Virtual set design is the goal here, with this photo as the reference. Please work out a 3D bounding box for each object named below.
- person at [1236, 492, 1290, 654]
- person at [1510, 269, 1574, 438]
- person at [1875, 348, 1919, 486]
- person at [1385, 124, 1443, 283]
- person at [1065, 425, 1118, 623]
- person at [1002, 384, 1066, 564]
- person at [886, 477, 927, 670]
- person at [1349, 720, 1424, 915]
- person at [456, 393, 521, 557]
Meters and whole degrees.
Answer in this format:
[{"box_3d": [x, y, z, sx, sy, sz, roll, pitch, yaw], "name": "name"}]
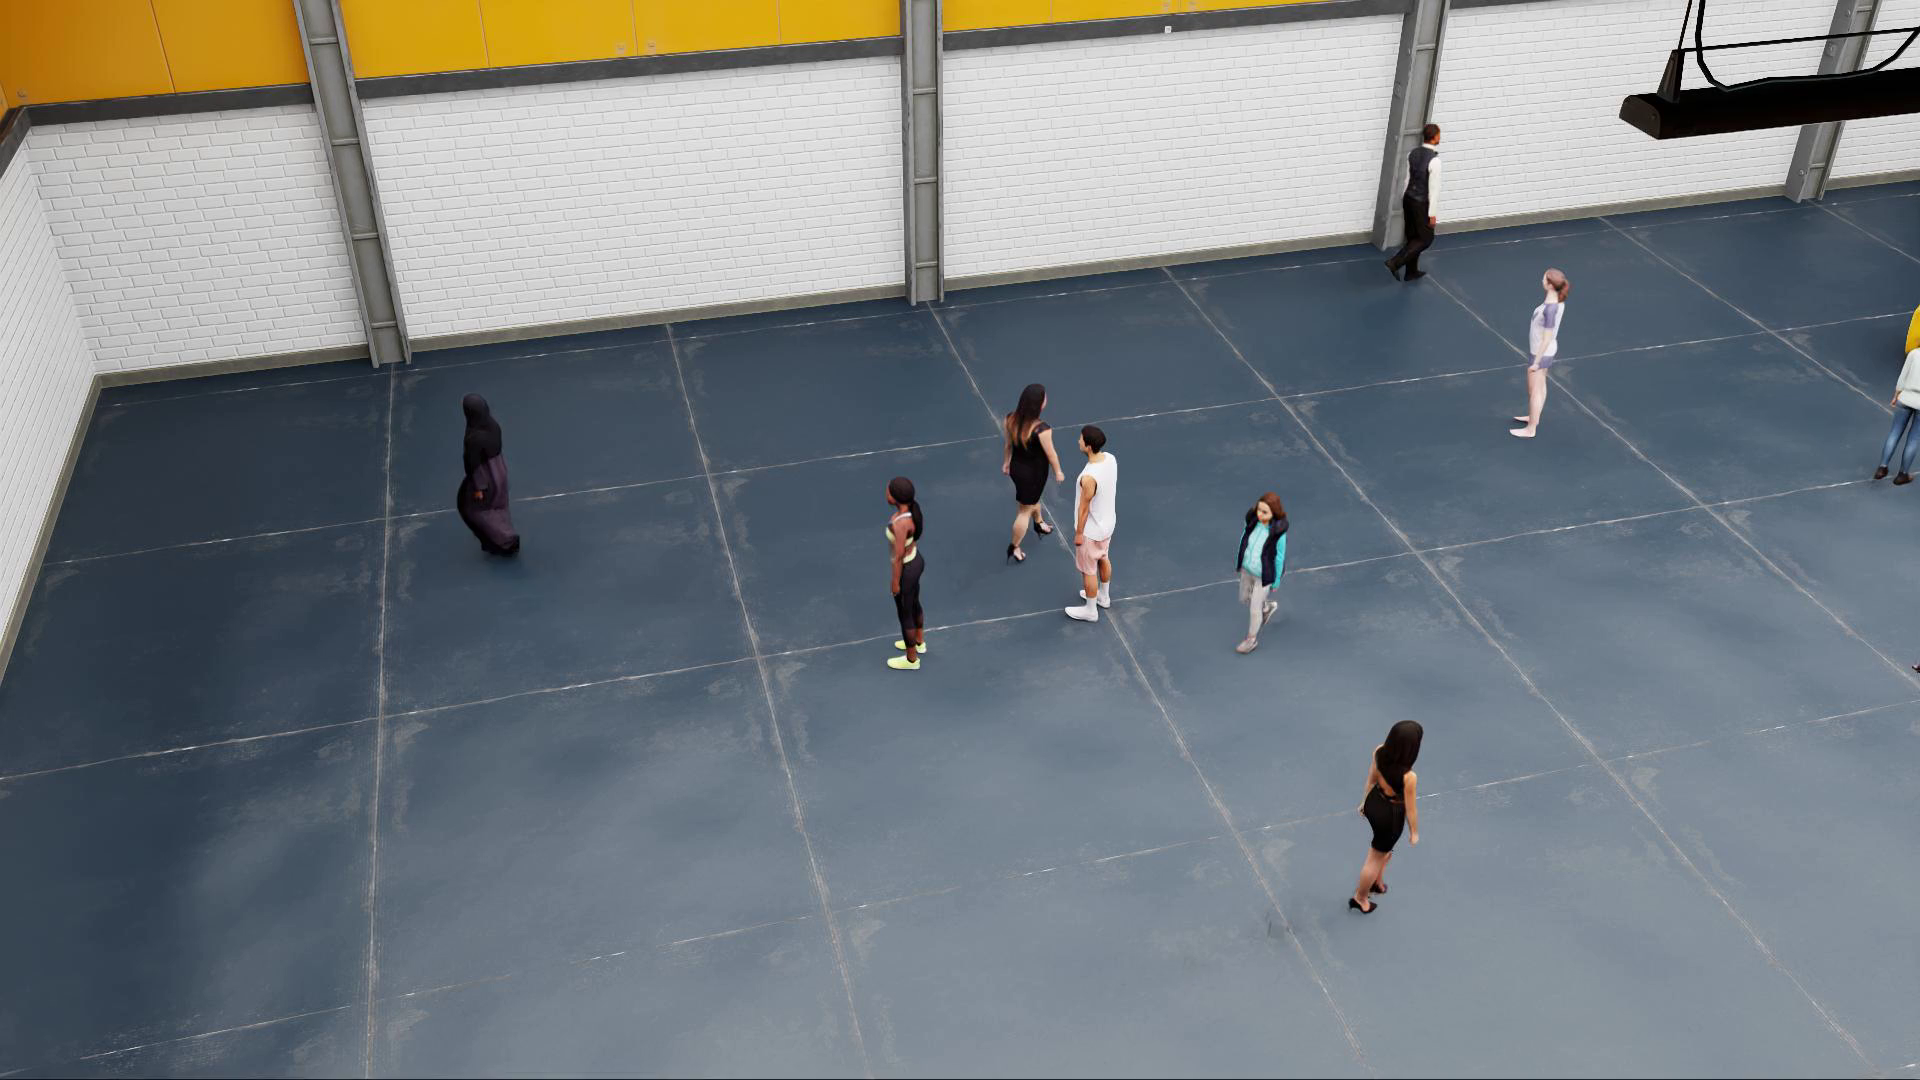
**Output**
[{"box_3d": [2.476, 0.218, 13.535, 0.856, 1.493, 0.743, -25, 41, -33], "name": "person"}, {"box_3d": [5.745, -1.855, 16.408, 0.724, 1.765, 0.667, 17, 37, 23], "name": "person"}, {"box_3d": [9.023, -1.298, 15.676, 0.638, 1.647, 0.643, -28, 43, -35], "name": "person"}, {"box_3d": [5.267, -3.861, 19.300, 0.980, 1.904, 0.802, -14, 36, -20], "name": "person"}, {"box_3d": [1.131, -0.137, 13.809, 0.773, 1.782, 0.712, 18, 38, 25], "name": "person"}, {"box_3d": [0.546, -0.533, 14.486, 0.996, 1.692, 0.860, -24, 40, -31], "name": "person"}, {"box_3d": [-0.406, 0.258, 13.242, 0.665, 1.751, 0.647, 9, 35, 13], "name": "person"}, {"box_3d": [2.724, 1.861, 10.937, 0.637, 1.633, 0.625, -14, 36, -20], "name": "person"}, {"box_3d": [-4.085, -0.546, 14.582, 0.877, 1.608, 0.807, 12, 35, 17], "name": "person"}]
